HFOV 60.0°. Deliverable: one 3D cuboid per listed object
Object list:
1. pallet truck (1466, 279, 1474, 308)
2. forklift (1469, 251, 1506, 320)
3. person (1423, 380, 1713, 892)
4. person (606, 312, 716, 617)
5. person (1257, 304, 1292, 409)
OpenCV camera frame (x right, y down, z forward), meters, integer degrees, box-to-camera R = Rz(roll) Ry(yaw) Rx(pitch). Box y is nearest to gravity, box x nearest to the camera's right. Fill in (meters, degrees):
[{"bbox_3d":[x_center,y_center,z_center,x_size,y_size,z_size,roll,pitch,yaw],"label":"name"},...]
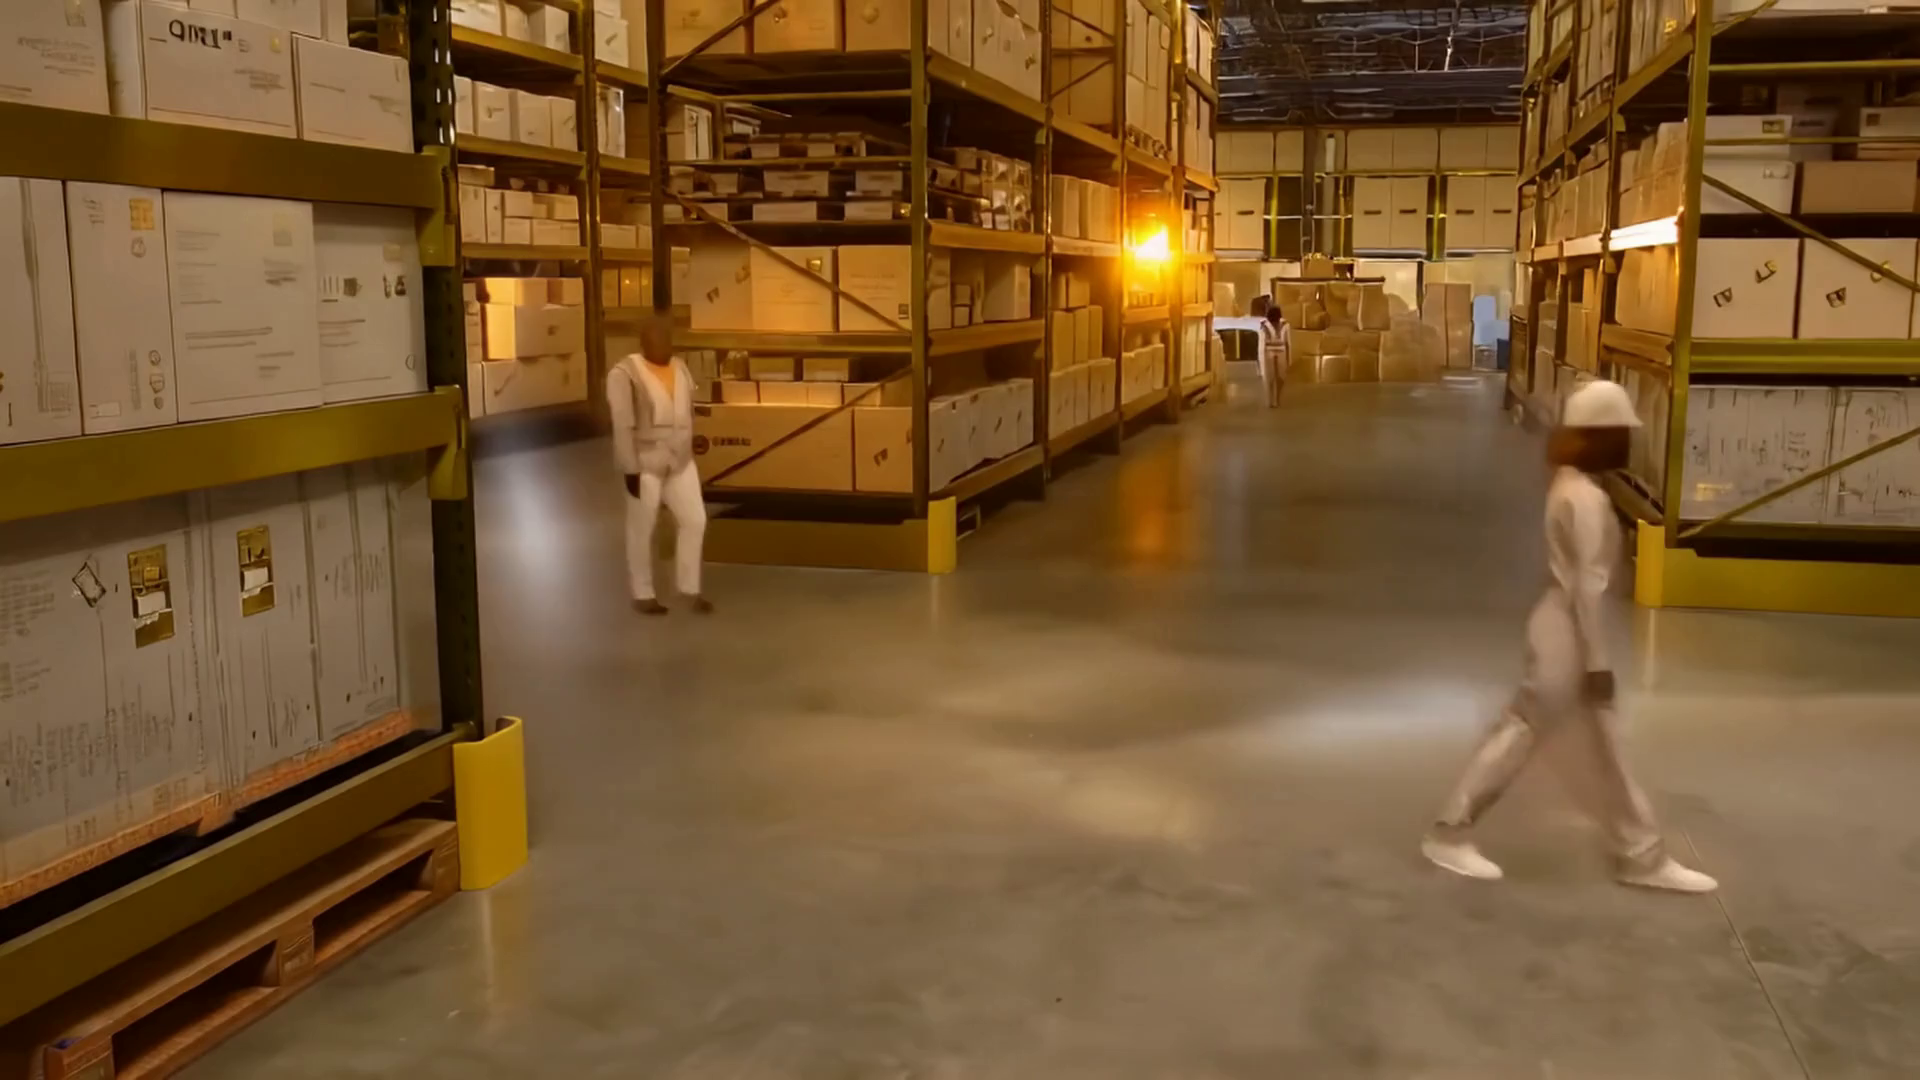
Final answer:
[{"bbox_3d":[18.896,-8.459,60.307,1.885,1.965,0.823,5,10,31],"label":"pallet truck"},{"bbox_3d":[15.886,-7.282,50.034,1.129,2.768,1.873,-2,9,-13],"label":"forklift"},{"bbox_3d":[2.009,0.323,5.481,0.919,1.699,0.492,3,9,19],"label":"person"},{"bbox_3d":[-1.740,-0.423,9.835,0.630,1.825,0.629,9,12,43],"label":"person"},{"bbox_3d":[4.888,-2.857,25.886,0.531,1.622,0.423,1,9,8],"label":"person"}]
